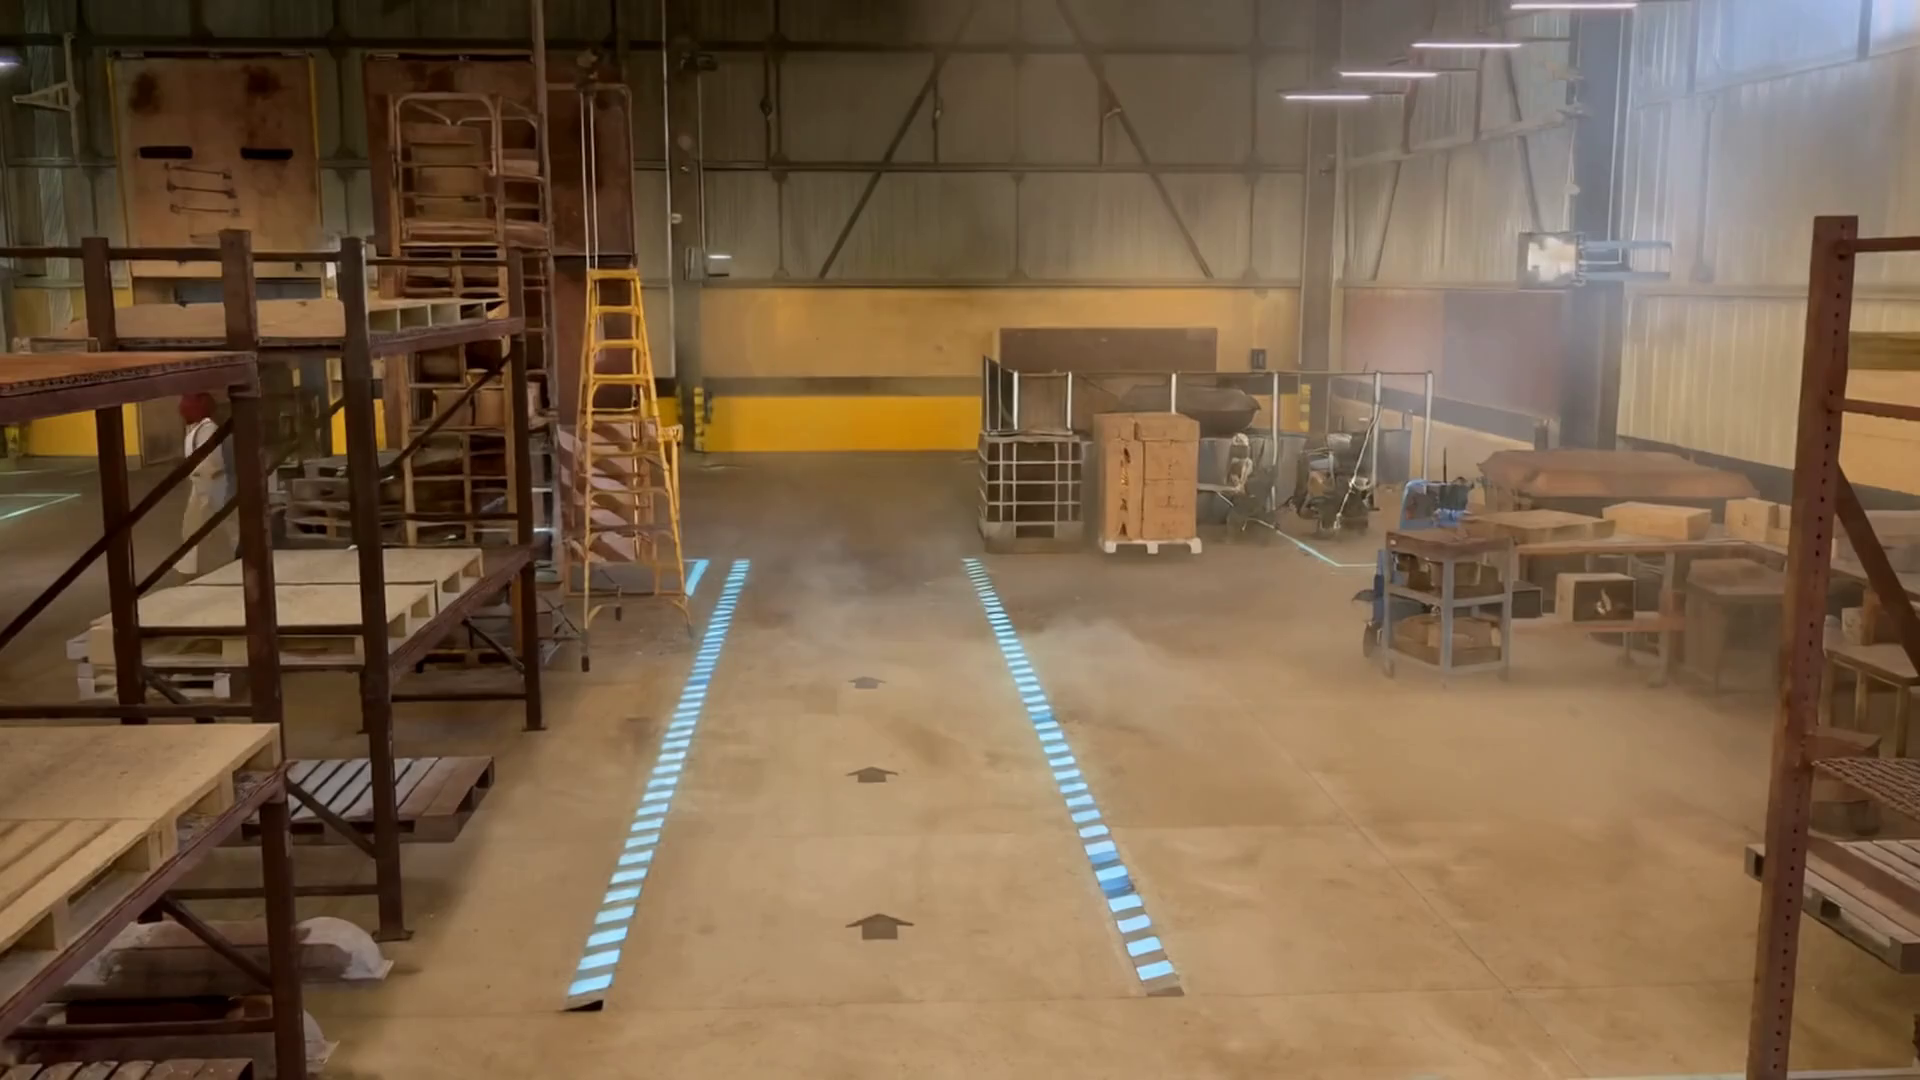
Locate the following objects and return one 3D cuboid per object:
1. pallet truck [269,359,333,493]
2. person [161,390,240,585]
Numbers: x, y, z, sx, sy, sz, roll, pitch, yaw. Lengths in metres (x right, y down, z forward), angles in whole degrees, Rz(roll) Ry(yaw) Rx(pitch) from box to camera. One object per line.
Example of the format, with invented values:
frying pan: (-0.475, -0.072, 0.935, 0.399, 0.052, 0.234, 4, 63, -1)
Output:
pallet truck: (-7.062, -1.131, 18.996, 1.885, 1.965, 0.823, 2, 9, 13)
person: (-6.995, -0.510, 15.638, 0.972, 1.840, 0.577, -7, 12, -39)
